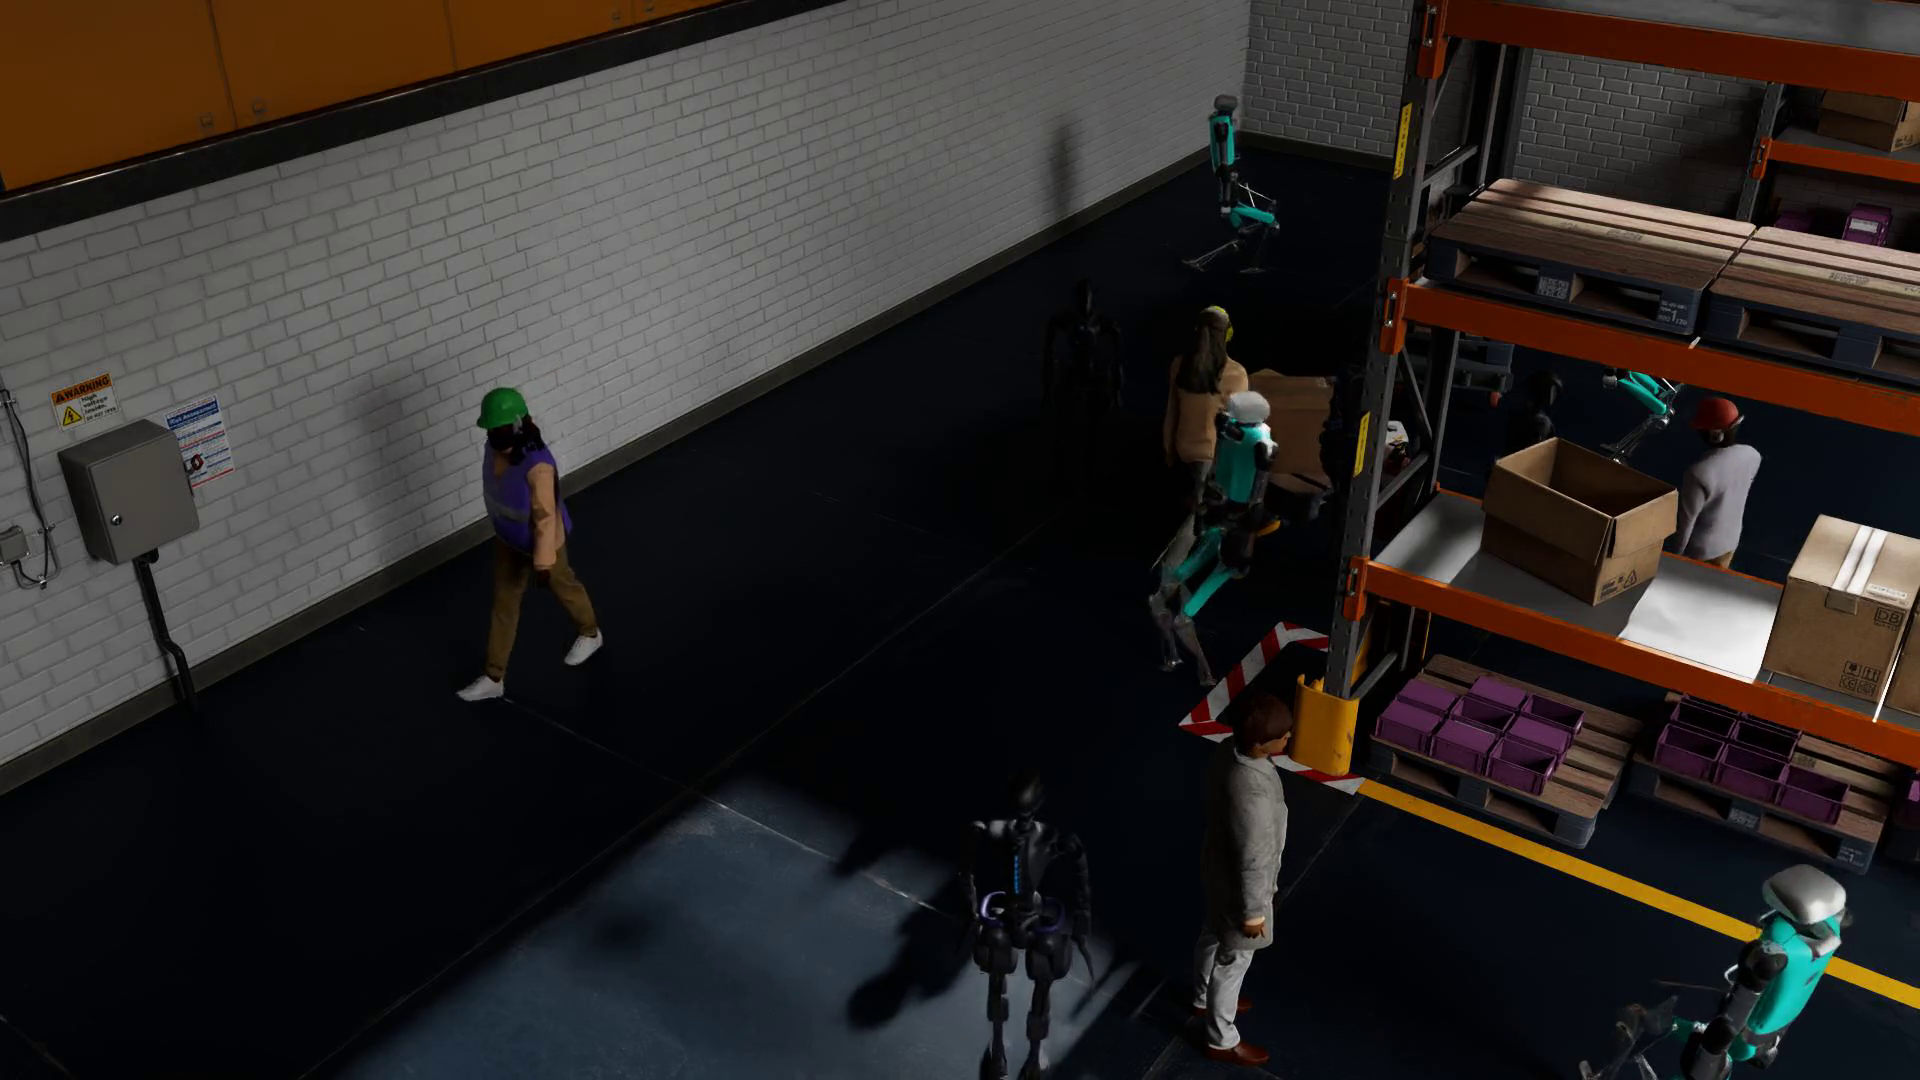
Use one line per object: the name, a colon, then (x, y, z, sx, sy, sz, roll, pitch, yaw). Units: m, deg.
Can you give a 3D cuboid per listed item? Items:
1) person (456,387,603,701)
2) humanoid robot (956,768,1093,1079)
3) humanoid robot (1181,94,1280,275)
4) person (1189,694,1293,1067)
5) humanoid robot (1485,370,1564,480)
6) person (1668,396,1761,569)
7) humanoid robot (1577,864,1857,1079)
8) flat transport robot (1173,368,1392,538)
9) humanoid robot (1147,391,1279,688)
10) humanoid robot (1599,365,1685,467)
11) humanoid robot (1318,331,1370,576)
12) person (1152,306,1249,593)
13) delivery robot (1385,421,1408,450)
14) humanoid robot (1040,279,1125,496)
person: (-2.467, 0.006, 9.415, 0.572, 1.870, 0.990, 20, 35, 30)
humanoid robot: (0.259, 1.611, 6.841, 0.589, 1.651, 0.328, 6, 30, 9)
humanoid robot: (2.558, -3.139, 15.022, 1.019, 1.733, 0.536, 3, 30, 6)
person: (1.190, 1.422, 7.010, 0.365, 1.831, 0.514, -2, 30, -3)
humanoid robot: (3.367, -0.284, 10.140, 0.543, 1.639, 0.588, 4, 30, 7)
person: (4.341, 0.000, 9.608, 0.593, 1.706, 0.809, -13, 32, -21)
humanoid robot: (2.775, 1.810, 6.470, 0.530, 1.774, 0.995, -17, 34, -27)
flat transport robot: (2.288, -0.407, 11.746, 1.431, 0.231, 0.659, -23, 37, -34)
humanoid robot: (1.361, 0.029, 9.526, 0.787, 1.771, 0.540, -12, 32, -19)
humanoid robot: (4.820, -1.279, 11.651, 0.735, 1.681, 0.533, 19, 35, 29)
humanoid robot: (2.469, -0.544, 10.578, 0.322, 1.649, 0.609, -8, 31, -14)
person: (1.522, -0.575, 10.480, 0.557, 1.841, 0.941, 26, 39, 37)
delivery robot: (2.812, -0.669, 11.886, 0.739, 0.566, 0.499, 2, 30, 3)
humanoid robot: (0.847, -1.050, 11.465, 0.612, 1.639, 0.428, 7, 31, 12)
